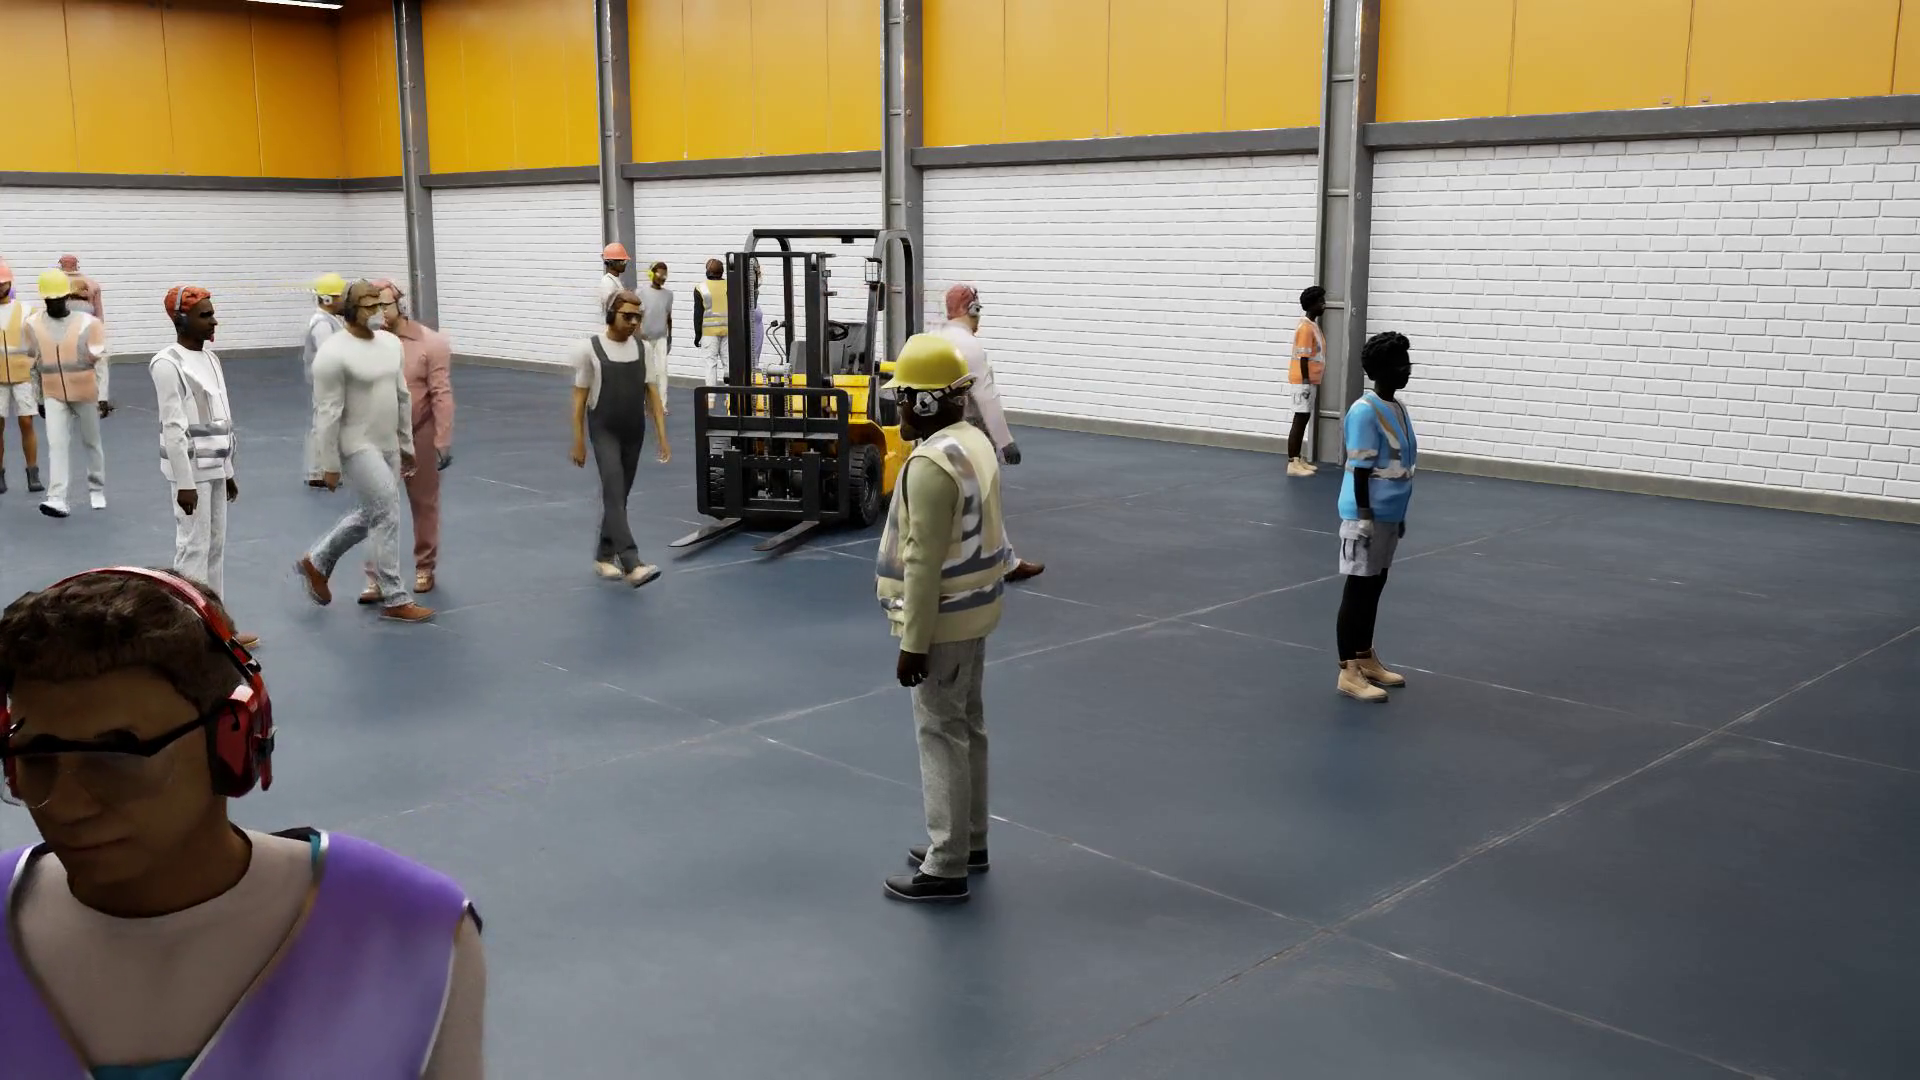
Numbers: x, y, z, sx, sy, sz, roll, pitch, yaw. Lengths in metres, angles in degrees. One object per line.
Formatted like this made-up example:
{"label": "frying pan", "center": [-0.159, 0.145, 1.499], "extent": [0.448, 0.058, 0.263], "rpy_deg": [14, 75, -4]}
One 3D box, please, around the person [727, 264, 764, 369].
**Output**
{"label": "person", "center": [-1.898, -1.552, 14.884], "extent": [0.372, 1.940, 0.632], "rpy_deg": [-2, 11, -10]}

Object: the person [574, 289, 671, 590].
{"label": "person", "center": [-2.001, -0.599, 10.056], "extent": [0.511, 1.798, 0.956], "rpy_deg": [-9, 14, -41]}

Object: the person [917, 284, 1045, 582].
{"label": "person", "center": [0.001, -0.612, 10.037], "extent": [1.049, 1.841, 0.654], "rpy_deg": [-2, 11, -12]}

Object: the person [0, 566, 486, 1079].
{"label": "person", "center": [-0.744, 0.919, 1.663], "extent": [0.570, 1.843, 0.372], "rpy_deg": [-2, 11, -10]}

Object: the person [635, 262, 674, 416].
{"label": "person", "center": [-3.691, -2.428, 19.982], "extent": [0.531, 1.827, 0.910], "rpy_deg": [-5, 12, -26]}

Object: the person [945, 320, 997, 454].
{"label": "person", "center": [-0.024, -0.659, 10.935], "extent": [0.533, 1.614, 0.799], "rpy_deg": [1, 10, 7]}

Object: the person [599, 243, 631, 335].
{"label": "person", "center": [-3.881, -2.331, 18.850], "extent": [0.371, 2.044, 0.608], "rpy_deg": [-1, 10, -6]}

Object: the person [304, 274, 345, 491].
{"label": "person", "center": [-5.150, -1.313, 13.944], "extent": [0.776, 1.800, 0.631], "rpy_deg": [-3, 11, -15]}

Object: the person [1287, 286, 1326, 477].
{"label": "person", "center": [3.080, -1.406, 14.780], "extent": [0.321, 1.690, 0.527], "rpy_deg": [3, 11, 17]}

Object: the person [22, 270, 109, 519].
{"label": "person", "center": [-6.774, -1.107, 12.649], "extent": [0.617, 1.860, 1.017], "rpy_deg": [-2, 11, -11]}

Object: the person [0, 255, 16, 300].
{"label": "person", "center": [-11.993, -2.588, 20.664], "extent": [0.571, 1.897, 0.395], "rpy_deg": [-2, 11, -11]}

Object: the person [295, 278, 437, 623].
{"label": "person", "center": [-3.359, -0.495, 9.224], "extent": [0.905, 1.909, 0.628], "rpy_deg": [3, 11, 14]}

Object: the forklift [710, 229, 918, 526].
{"label": "forklift", "center": [-1.050, -1.319, 12.920], "extent": [1.214, 2.155, 2.313], "rpy_deg": [2, 11, 13]}

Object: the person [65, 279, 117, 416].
{"label": "person", "center": [-10.460, -2.297, 19.839], "extent": [0.523, 1.597, 0.718], "rpy_deg": [2, 11, 11]}

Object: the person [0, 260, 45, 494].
{"label": "person", "center": [-7.882, -1.345, 13.767], "extent": [0.551, 1.933, 0.377], "rpy_deg": [-6, 12, -30]}

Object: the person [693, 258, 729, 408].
{"label": "person", "center": [-3.017, -2.552, 20.599], "extent": [0.626, 1.847, 0.429], "rpy_deg": [-7, 12, -32]}

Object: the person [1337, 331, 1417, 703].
{"label": "person", "center": [1.931, -0.115, 7.707], "extent": [0.321, 1.697, 0.529], "rpy_deg": [7, 12, 32]}

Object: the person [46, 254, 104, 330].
{"label": "person", "center": [-10.983, -2.592, 20.649], "extent": [0.652, 1.904, 0.402], "rpy_deg": [-9, 14, -40]}

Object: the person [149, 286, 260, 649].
{"label": "person", "center": [-3.805, -0.326, 8.354], "extent": [0.355, 1.883, 0.575], "rpy_deg": [-1, 10, -4]}

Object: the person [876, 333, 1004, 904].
{"label": "person", "center": [-0.066, 0.251, 5.377], "extent": [0.403, 1.825, 0.592], "rpy_deg": [3, 11, 14]}

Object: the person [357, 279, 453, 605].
{"label": "person", "center": [-3.284, -0.566, 9.682], "extent": [0.664, 1.869, 0.867], "rpy_deg": [-1, 10, -6]}
